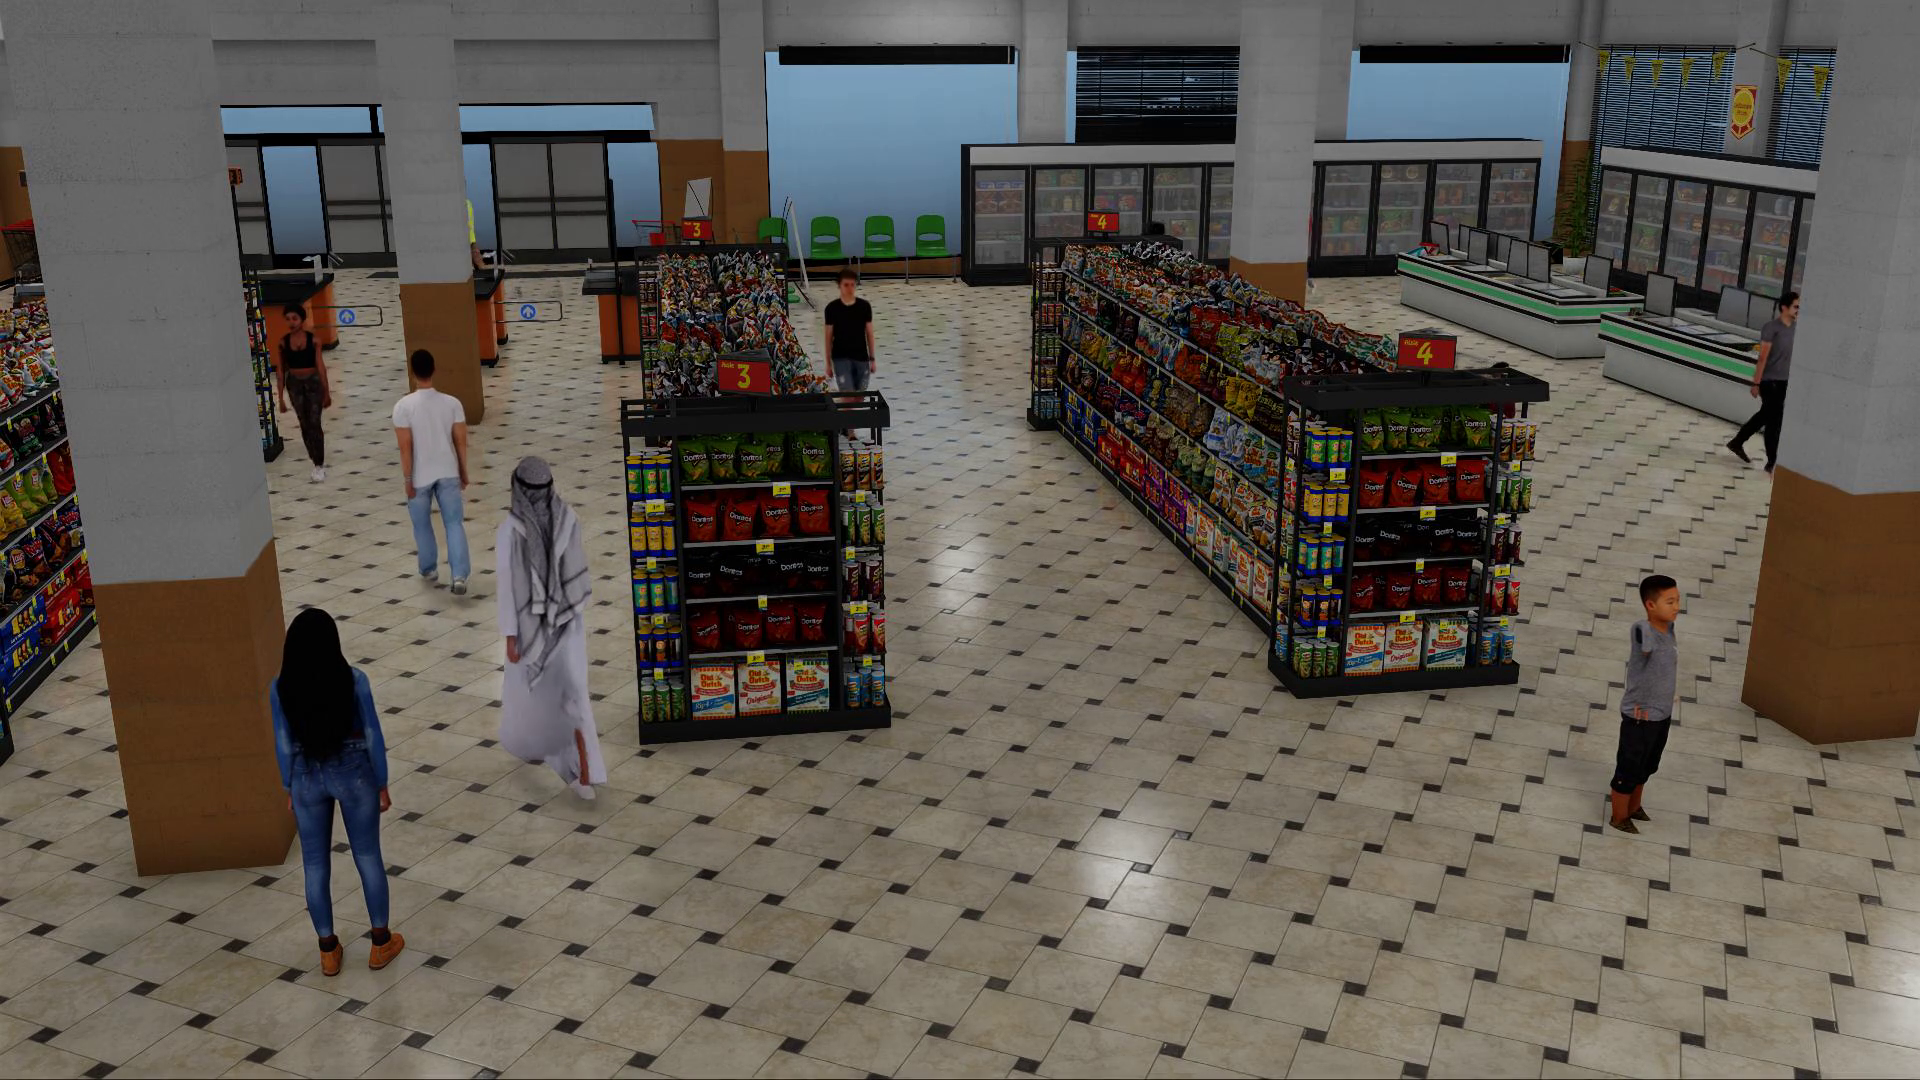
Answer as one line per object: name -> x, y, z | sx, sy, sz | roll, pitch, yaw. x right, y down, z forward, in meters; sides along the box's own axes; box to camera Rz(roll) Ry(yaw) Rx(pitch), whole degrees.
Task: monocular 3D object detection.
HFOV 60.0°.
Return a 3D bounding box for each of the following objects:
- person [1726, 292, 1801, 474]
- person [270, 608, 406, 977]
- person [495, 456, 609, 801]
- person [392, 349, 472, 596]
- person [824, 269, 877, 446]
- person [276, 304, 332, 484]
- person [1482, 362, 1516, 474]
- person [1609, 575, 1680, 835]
person -> 7.803, -1.542, 16.085 | 0.906, 1.738, 1.131 | -12, 21, -34
person -> -2.777, 1.114, 7.384 | 0.595, 1.712, 0.500 | -3, 17, -9
person -> -2.202, 0.522, 9.059 | 1.070, 1.872, 1.364 | -11, 20, -33
person -> -3.896, -0.460, 12.367 | 0.929, 1.828, 1.265 | -9, 19, -26
person -> -1.128, -1.833, 16.887 | 0.769, 1.829, 1.124 | -5, 18, -16
person -> -6.166, -1.404, 15.730 | 0.603, 1.681, 0.751 | -2, 17, -8
person -> 4.843, -1.008, 15.173 | 0.572, 1.247, 0.594 | -10, 19, -29
person -> 3.629, 0.824, 8.778 | 0.672, 1.456, 0.643 | 16, 23, 42
